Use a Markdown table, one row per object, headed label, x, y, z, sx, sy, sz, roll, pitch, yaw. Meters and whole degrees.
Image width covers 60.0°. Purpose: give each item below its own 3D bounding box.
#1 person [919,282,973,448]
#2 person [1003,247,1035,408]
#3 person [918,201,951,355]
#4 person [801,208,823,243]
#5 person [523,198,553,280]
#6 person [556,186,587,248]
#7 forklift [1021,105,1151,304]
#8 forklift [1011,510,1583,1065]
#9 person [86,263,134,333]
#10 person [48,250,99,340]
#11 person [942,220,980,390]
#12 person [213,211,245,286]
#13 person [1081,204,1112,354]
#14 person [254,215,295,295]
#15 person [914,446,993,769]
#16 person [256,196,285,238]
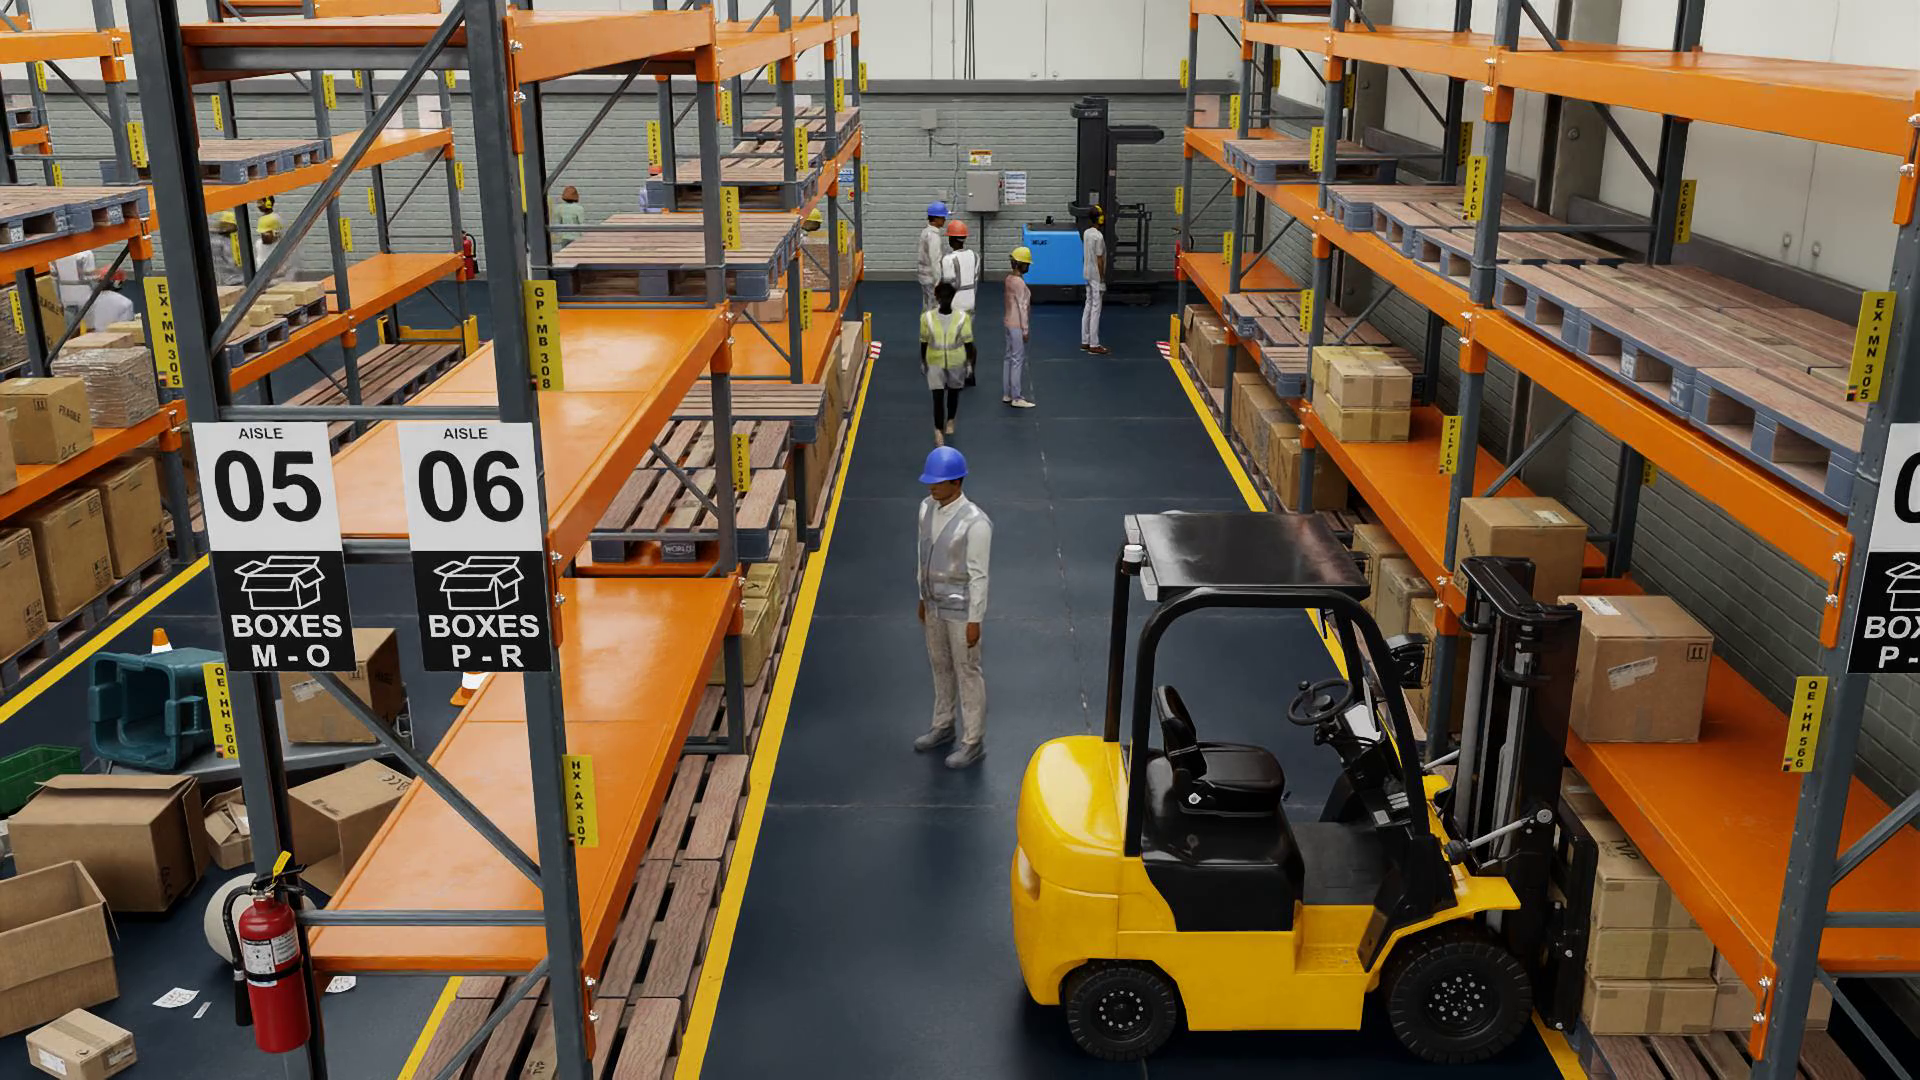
| label | x | y | z | sx | sy | sz | roll | pitch | yaw |
| --- | --- | --- | --- | --- | --- | --- | --- | --- | --- |
| person | -0.136 | -1.798 | 16.855 | 0.543 | 1.654 | 0.862 | 0 | 18 | -1 |
| person | 0.649 | -2.344 | 18.336 | 0.319 | 1.763 | 0.522 | -6 | 19 | -17 |
| person | -0.320 | -3.240 | 20.753 | 0.407 | 1.942 | 0.615 | -4 | 19 | -12 |
| person | -1.927 | -3.474 | 21.799 | 0.320 | 1.731 | 0.489 | 0 | 18 | 0 |
| person | -6.300 | -4.421 | 24.521 | 0.517 | 1.824 | 0.657 | 13 | 22 | 33 |
| person | -5.862 | -4.535 | 25.172 | 0.500 | 1.627 | 0.279 | 8 | 20 | 22 |
| forklift | 1.857 | -4.944 | 24.441 | 1.873 | 2.768 | 1.129 | 0 | 18 | 0 |
| forklift | 1.387 | 1.055 | 7.378 | 2.313 | 2.155 | 1.214 | 0 | 18 | 0 |
| person | -8.907 | -2.036 | 17.470 | 0.550 | 1.719 | 0.802 | 4 | 19 | 11 |
| person | -10.318 | -2.815 | 19.499 | 0.543 | 1.929 | 0.387 | 1 | 18 | 4 |
| person | -0.022 | -2.701 | 19.134 | 0.374 | 1.939 | 0.545 | 16 | 24 | 40 |
| person | -9.368 | -3.367 | 21.485 | 0.453 | 1.721 | 0.575 | 10 | 21 | 28 |
| person | 1.725 | -3.298 | 21.039 | 0.327 | 1.877 | 0.516 | -7 | 19 | -19 |
| person | -8.472 | -3.100 | 20.544 | 0.604 | 1.804 | 0.521 | 7 | 20 | 20 |
| person | -0.056 | 0.383 | 9.807 | 0.405 | 1.940 | 0.607 | -13 | 23 | -35 |
| person | -9.285 | -3.797 | 22.583 | 0.339 | 1.858 | 0.517 | -11 | 21 | -29 |
